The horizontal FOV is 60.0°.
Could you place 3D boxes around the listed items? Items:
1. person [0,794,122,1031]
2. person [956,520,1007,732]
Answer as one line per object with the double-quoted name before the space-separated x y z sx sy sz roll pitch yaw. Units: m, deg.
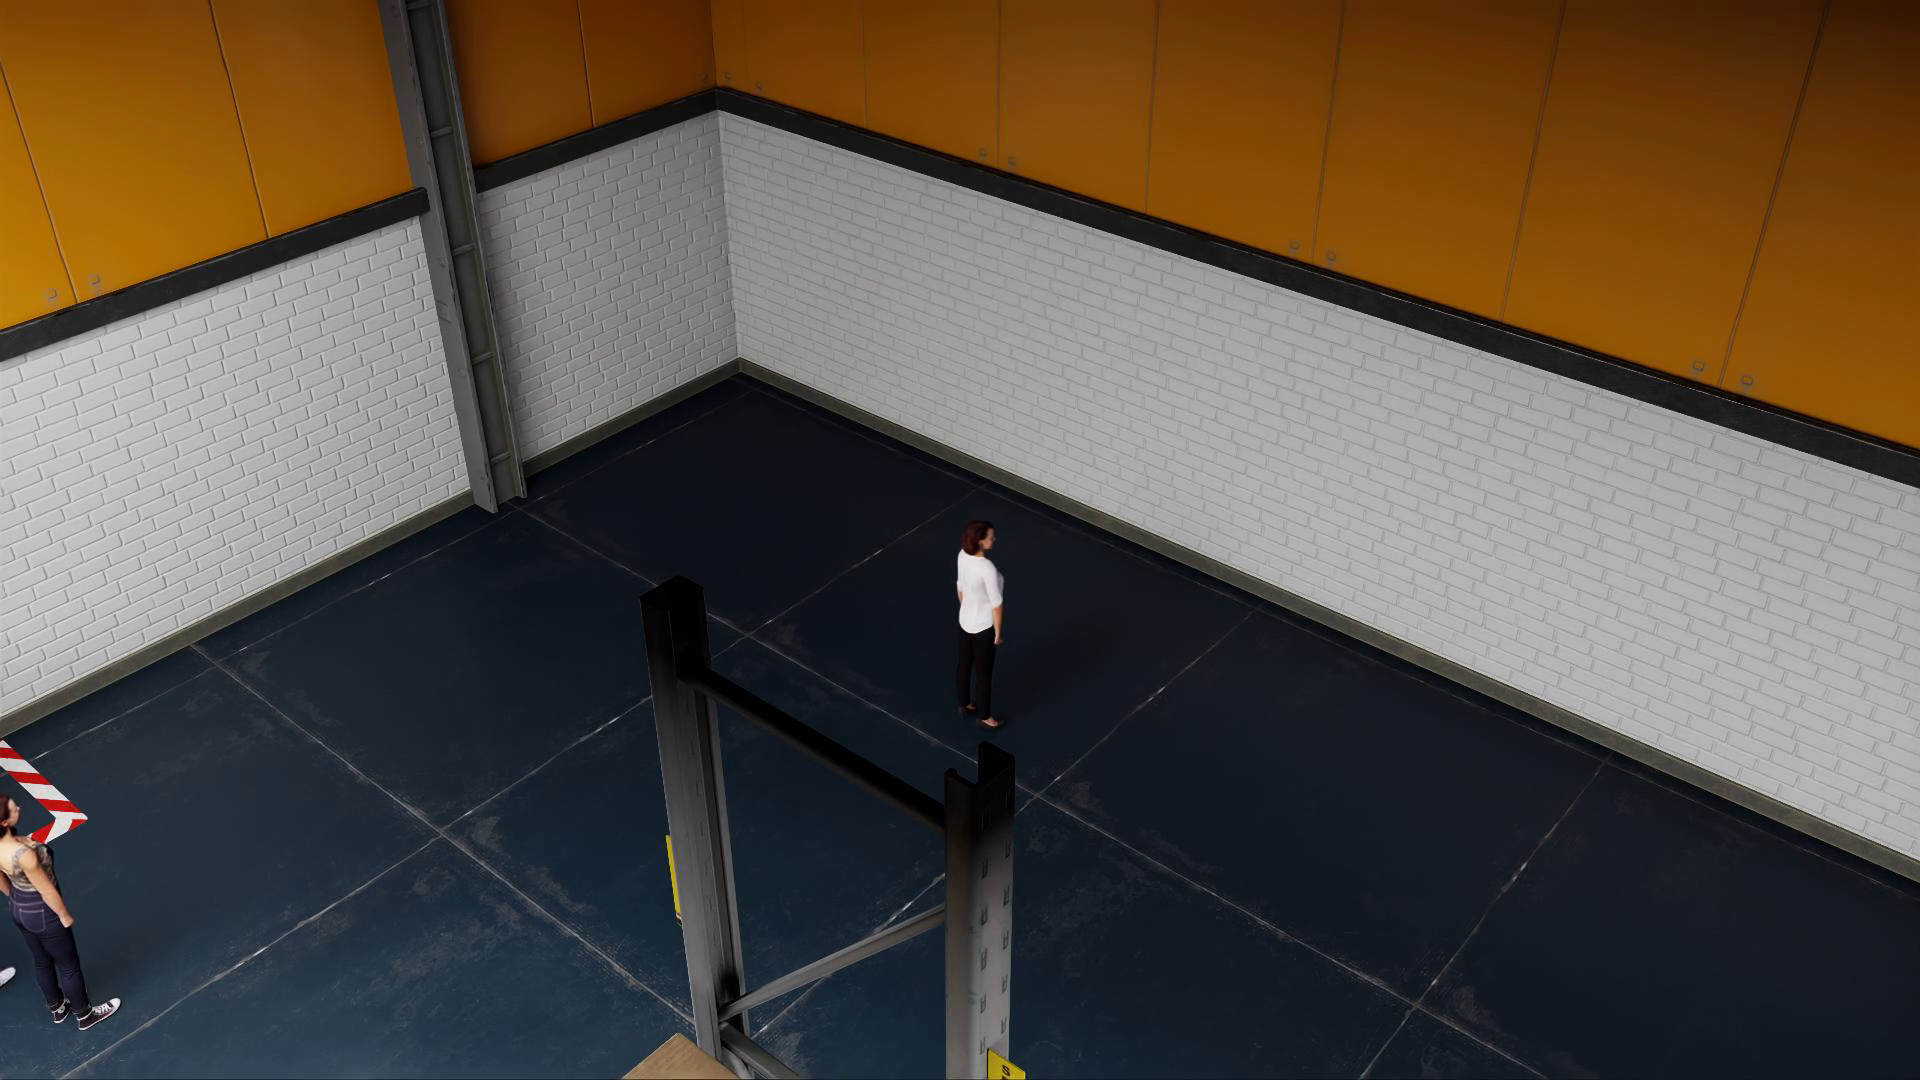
"person" -5.474 2.212 9.866 0.665 1.770 0.626 13 36 19
"person" 0.123 0.634 12.219 0.593 1.793 0.648 -23 40 -30
